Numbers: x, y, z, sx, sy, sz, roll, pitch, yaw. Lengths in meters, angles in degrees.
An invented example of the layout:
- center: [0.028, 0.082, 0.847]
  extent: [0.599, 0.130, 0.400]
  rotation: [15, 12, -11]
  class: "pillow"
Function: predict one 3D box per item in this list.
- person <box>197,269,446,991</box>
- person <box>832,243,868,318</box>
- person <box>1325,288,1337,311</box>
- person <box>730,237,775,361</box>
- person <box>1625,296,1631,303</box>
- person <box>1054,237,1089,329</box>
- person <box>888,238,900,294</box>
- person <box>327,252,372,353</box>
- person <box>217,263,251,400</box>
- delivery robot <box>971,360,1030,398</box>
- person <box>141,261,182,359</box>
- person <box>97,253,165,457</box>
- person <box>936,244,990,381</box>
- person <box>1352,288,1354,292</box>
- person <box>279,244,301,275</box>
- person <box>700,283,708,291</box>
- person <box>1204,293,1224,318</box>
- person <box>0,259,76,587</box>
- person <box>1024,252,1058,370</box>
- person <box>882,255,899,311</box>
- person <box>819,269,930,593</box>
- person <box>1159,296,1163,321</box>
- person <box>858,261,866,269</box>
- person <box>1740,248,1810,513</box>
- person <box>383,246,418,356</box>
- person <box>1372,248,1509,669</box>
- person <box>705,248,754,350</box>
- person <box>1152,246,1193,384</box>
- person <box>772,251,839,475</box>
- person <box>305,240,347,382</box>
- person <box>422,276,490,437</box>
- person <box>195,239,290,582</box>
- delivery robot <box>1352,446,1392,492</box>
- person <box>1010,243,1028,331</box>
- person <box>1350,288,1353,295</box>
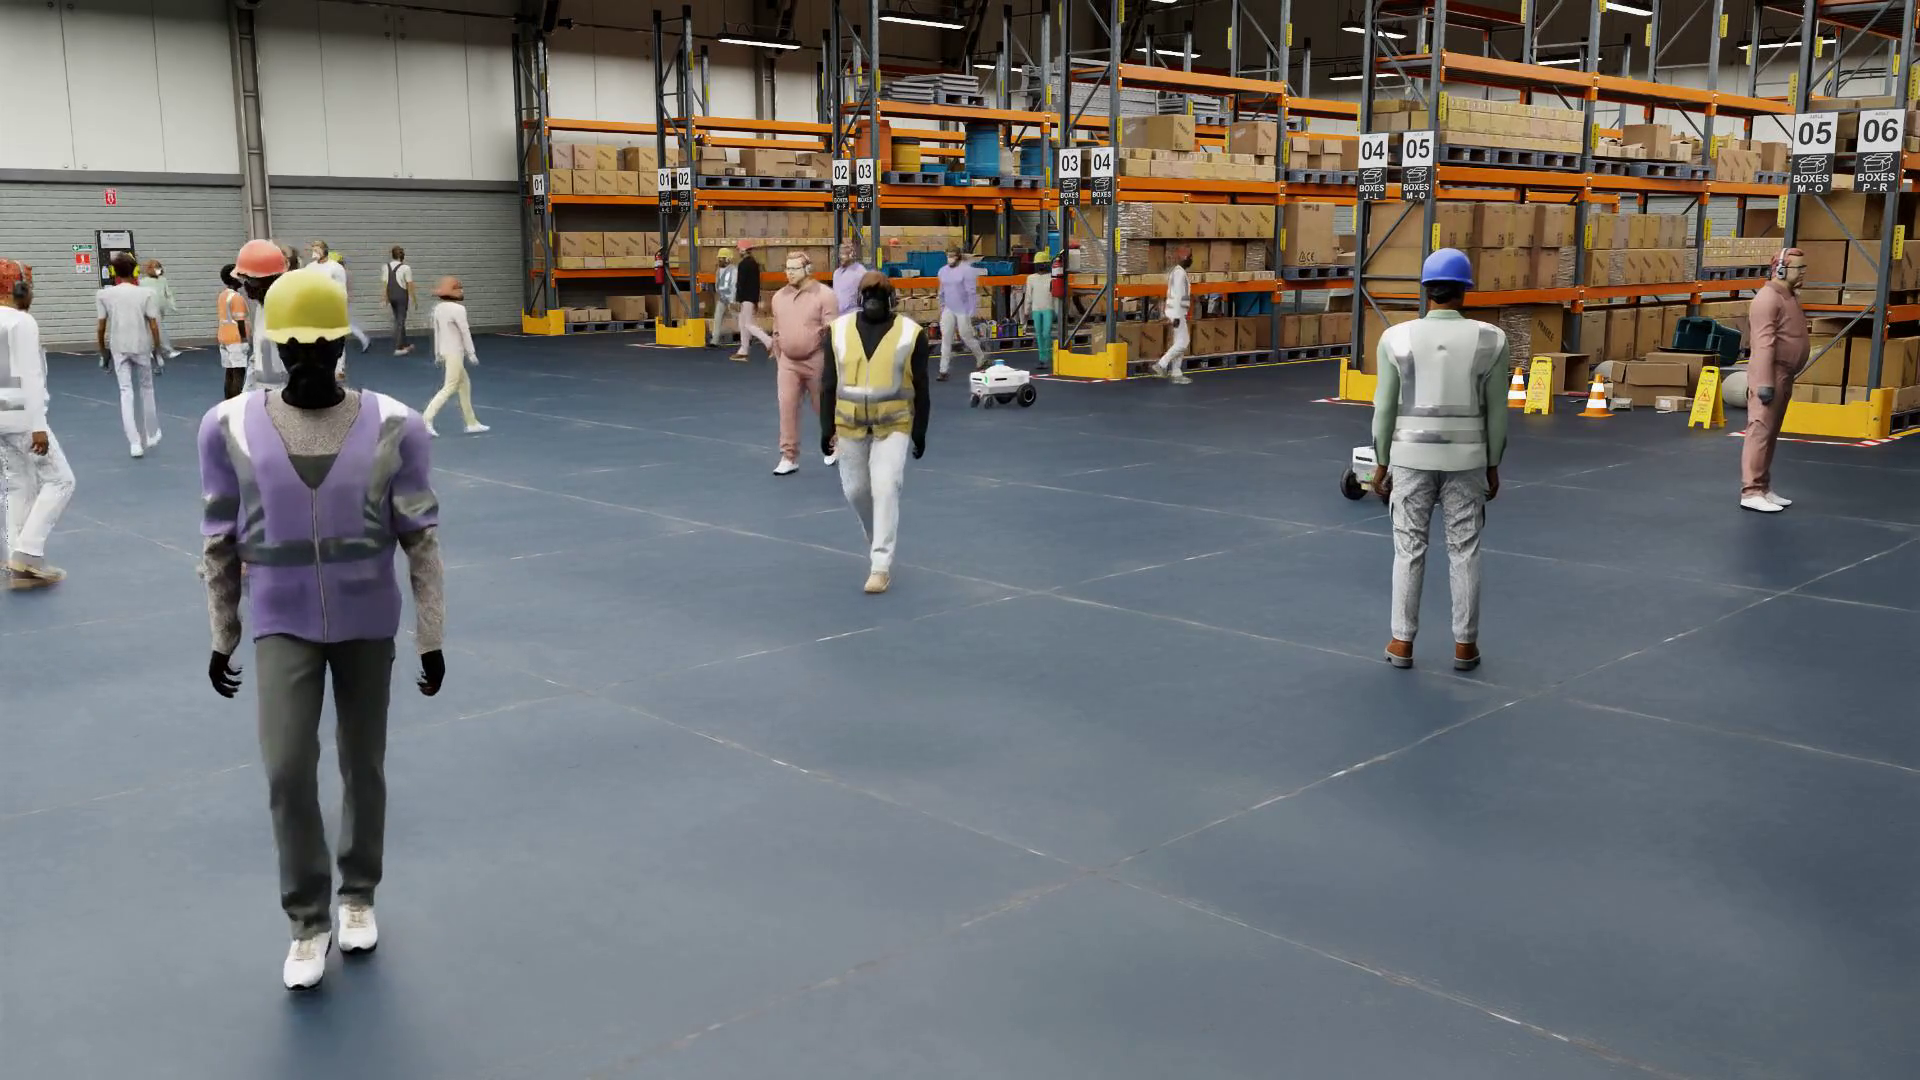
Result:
- center: [-1.697, 0.242, 4.459]
  extent: [0.623, 1.903, 0.682]
  rotation: [-4, 11, -19]
  class: "person"
- center: [-1.515, -2.977, 22.072]
  extent: [0.484, 1.887, 0.661]
  rotation: [-9, 14, -39]
  class: "person"
- center: [9.181, -6.402, 40.945]
  extent: [0.533, 1.832, 0.951]
  rotation: [9, 13, 39]
  class: "person"
- center: [-3.310, -3.834, 26.545]
  extent: [0.812, 1.968, 0.619]
  rotation: [2, 11, 13]
  class: "person"
- center: [15.763, -6.063, 38.777]
  extent: [0.374, 1.934, 0.549]
  rotation: [-7, 12, -32]
  class: "person"
- center: [2.432, -5.556, 35.961]
  extent: [0.624, 1.962, 0.963]
  rotation: [10, 14, 43]
  class: "person"
- center: [-1.539, -5.988, 38.362]
  extent: [0.551, 1.935, 0.375]
  rotation: [9, 14, 42]
  class: "person"
- center: [-10.467, -4.024, 28.237]
  extent: [0.786, 1.741, 0.521]
  rotation: [-4, 11, -22]
  class: "person"
- center: [-7.850, -2.138, 18.025]
  extent: [0.322, 1.697, 0.533]
  rotation: [-9, 14, -41]
  class: "person"
- center: [0.472, -1.886, 19.626]
  extent: [0.707, 0.478, 0.477]
  rotation: [-8, 13, -37]
  class: "delivery robot"
- center: [-13.006, -3.736, 27.025]
  extent: [0.845, 1.587, 0.517]
  rotation: [3, 11, 17]
  class: "person"
- center: [-7.649, -1.721, 15.373]
  extent: [0.554, 1.830, 0.913]
  rotation: [-4, 11, -21]
  class: "person"
- center: [0.013, -3.195, 23.280]
  extent: [0.664, 1.897, 0.940]
  rotation: [7, 13, 34]
  class: "person"
- center: [7.817, -4.769, 31.780]
  extent: [0.438, 1.908, 0.599]
  rotation: [-10, 14, -42]
  class: "person"
- center: [-6.647, -1.958, 16.443]
  extent: [0.633, 1.921, 0.690]
  rotation: [4, 11, 22]
  class: "person"
- center: [-5.408, -5.321, 34.433]
  extent: [0.372, 2.042, 0.615]
  rotation: [-6, 12, -30]
  class: "person"
- center: [4.537, -4.307, 29.220]
  extent: [0.543, 1.928, 0.371]
  rotation: [-3, 11, -15]
  class: "person"
- center: [-5.364, -0.662, 9.508]
  extent: [0.607, 1.867, 0.412]
  rotation: [7, 12, 33]
  class: "person"
- center: [1.209, -3.428, 24.926]
  extent: [0.548, 1.742, 0.654]
  rotation: [5, 11, 25]
  class: "person"
- center: [-1.404, -4.423, 30.665]
  extent: [0.537, 1.636, 0.365]
  rotation: [10, 14, 44]
  class: "person"
- center: [-0.486, -0.661, 9.657]
  extent: [0.629, 1.818, 0.844]
  rotation: [2, 11, 10]
  class: "person"
- center: [4.691, -5.748, 37.474]
  extent: [0.610, 1.776, 0.943]
  rotation: [6, 12, 29]
  class: "person"
- center: [-1.435, -3.329, 24.709]
  extent: [0.557, 1.614, 0.523]
  rotation: [-6, 12, -29]
  class: "person"
- center: [5.989, -1.174, 12.193]
  extent: [0.404, 1.911, 0.636]
  rotation: [8, 13, 37]
  class: "person"
- center: [-9.402, -4.050, 28.135]
  extent: [0.525, 1.809, 0.854]
  rotation: [3, 11, 17]
  class: "person"
- center: [2.219, -0.373, 7.738]
  extent: [0.605, 1.939, 0.411]
  rotation: [2, 11, 13]
  class: "person"
- center: [-4.073, -4.275, 29.444]
  extent: [0.950, 1.791, 0.605]
  rotation: [-10, 14, -43]
  class: "person"
- center: [2.917, -3.048, 22.546]
  extent: [0.457, 1.859, 0.632]
  rotation: [1, 10, 6]
  class: "person"
- center: [-1.306, -1.536, 14.268]
  extent: [0.637, 1.878, 0.913]
  rotation: [3, 11, 18]
  class: "person"
- center: [-8.717, -3.145, 22.856]
  extent: [0.638, 1.938, 0.357]
  rotation: [3, 11, 18]
  class: "person"
- center: [-5.141, -1.852, 16.731]
  extent: [0.817, 1.598, 0.499]
  rotation: [-9, 14, -41]
  class: "person"
- center: [-3.947, -0.755, 9.733]
  extent: [1.039, 1.984, 0.631]
  rotation: [-5, 12, -26]
  class: "person"
- center: [3.339, -0.609, 12.665]
  extent: [0.707, 0.478, 0.477]
  rotation: [-6, 12, -29]
  class: "delivery robot"
- center: [1.115, -4.847, 32.407]
  extent: [0.429, 1.844, 0.627]
  rotation: [-8, 13, -37]
  class: "person"
- center: [8.067, -5.076, 33.309]
  extent: [0.605, 1.966, 0.367]
  rotation: [-4, 11, -22]
  class: "person"
